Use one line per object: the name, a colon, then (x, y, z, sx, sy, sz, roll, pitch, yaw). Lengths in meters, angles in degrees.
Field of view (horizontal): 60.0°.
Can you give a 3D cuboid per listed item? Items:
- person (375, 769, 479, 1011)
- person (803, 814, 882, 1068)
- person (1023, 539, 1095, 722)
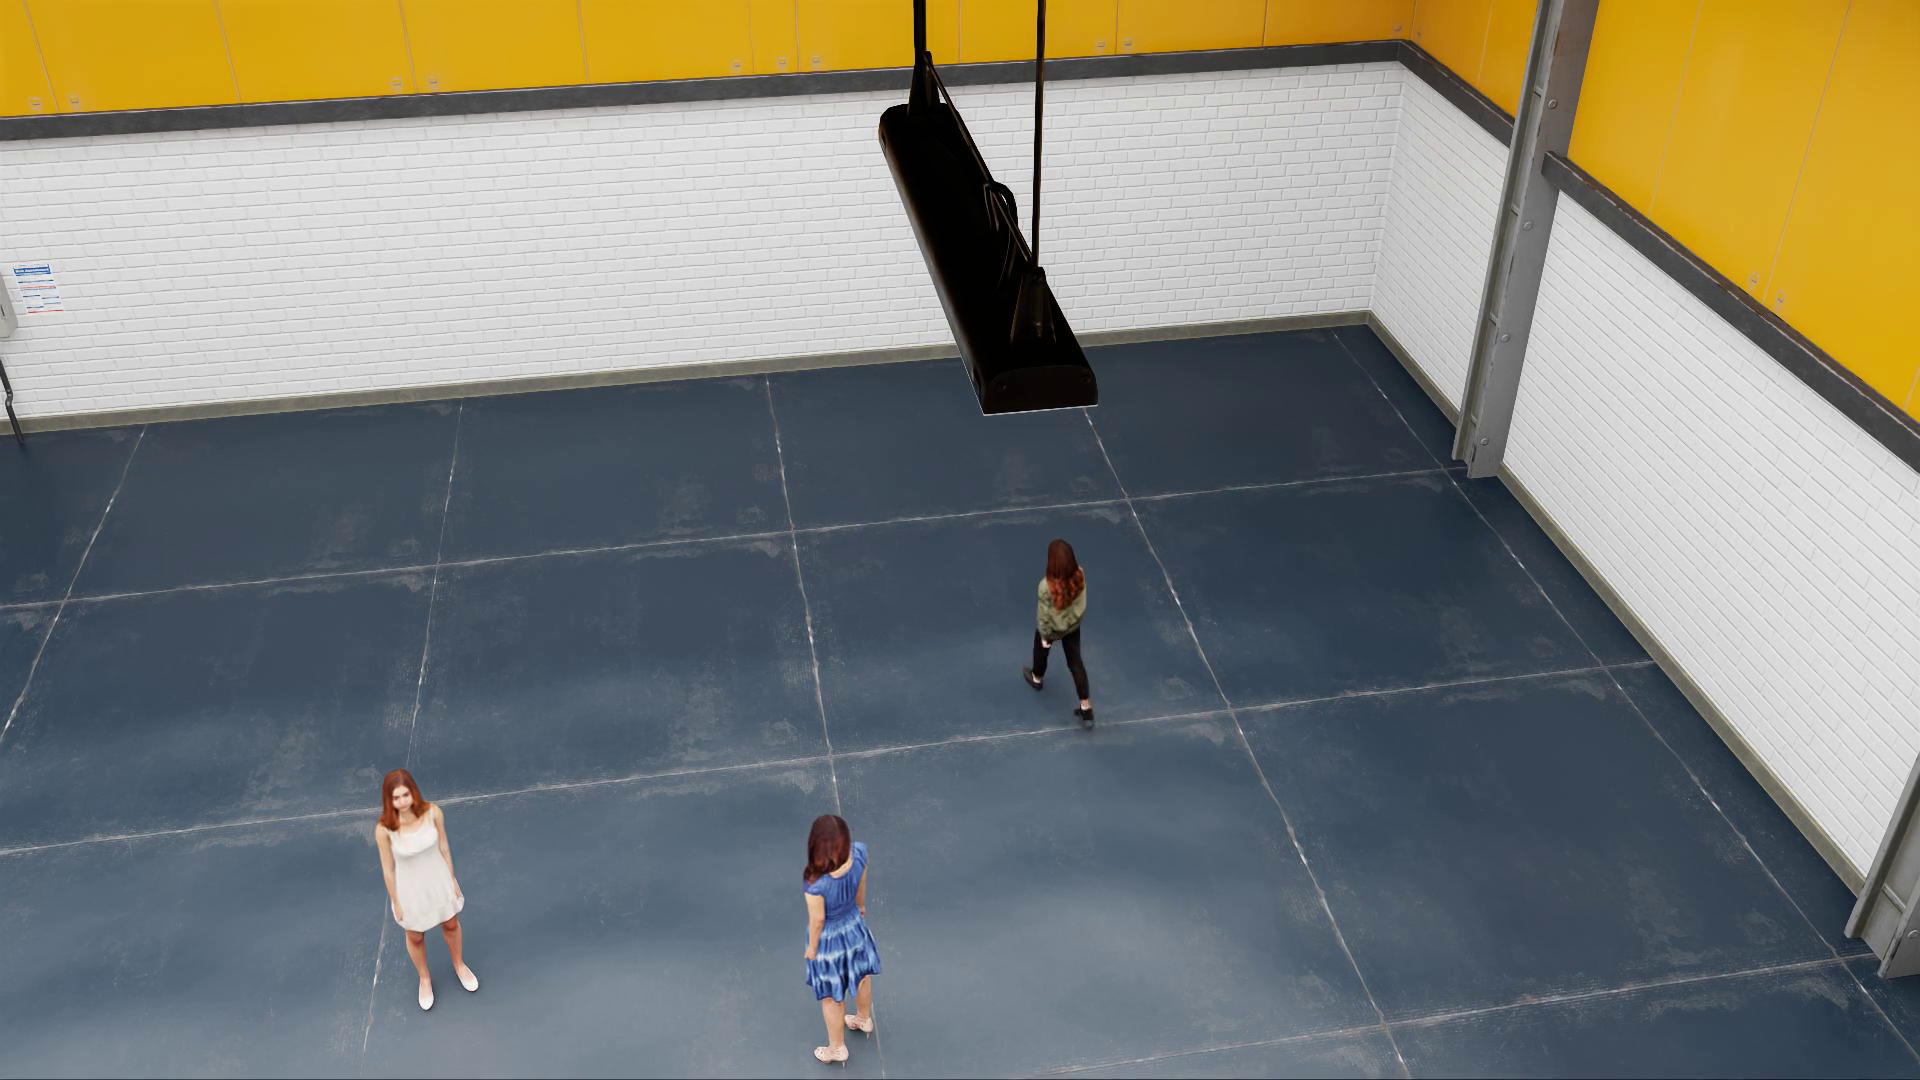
person: (-3.153, 2.014, 9.753, 0.625, 1.712, 0.630, -18, 38, -25)
person: (-0.693, 2.239, 9.330, 0.800, 1.806, 0.745, 22, 39, 29)
person: (0.775, 0.666, 12.023, 0.775, 1.444, 1.090, -16, 37, -23)
